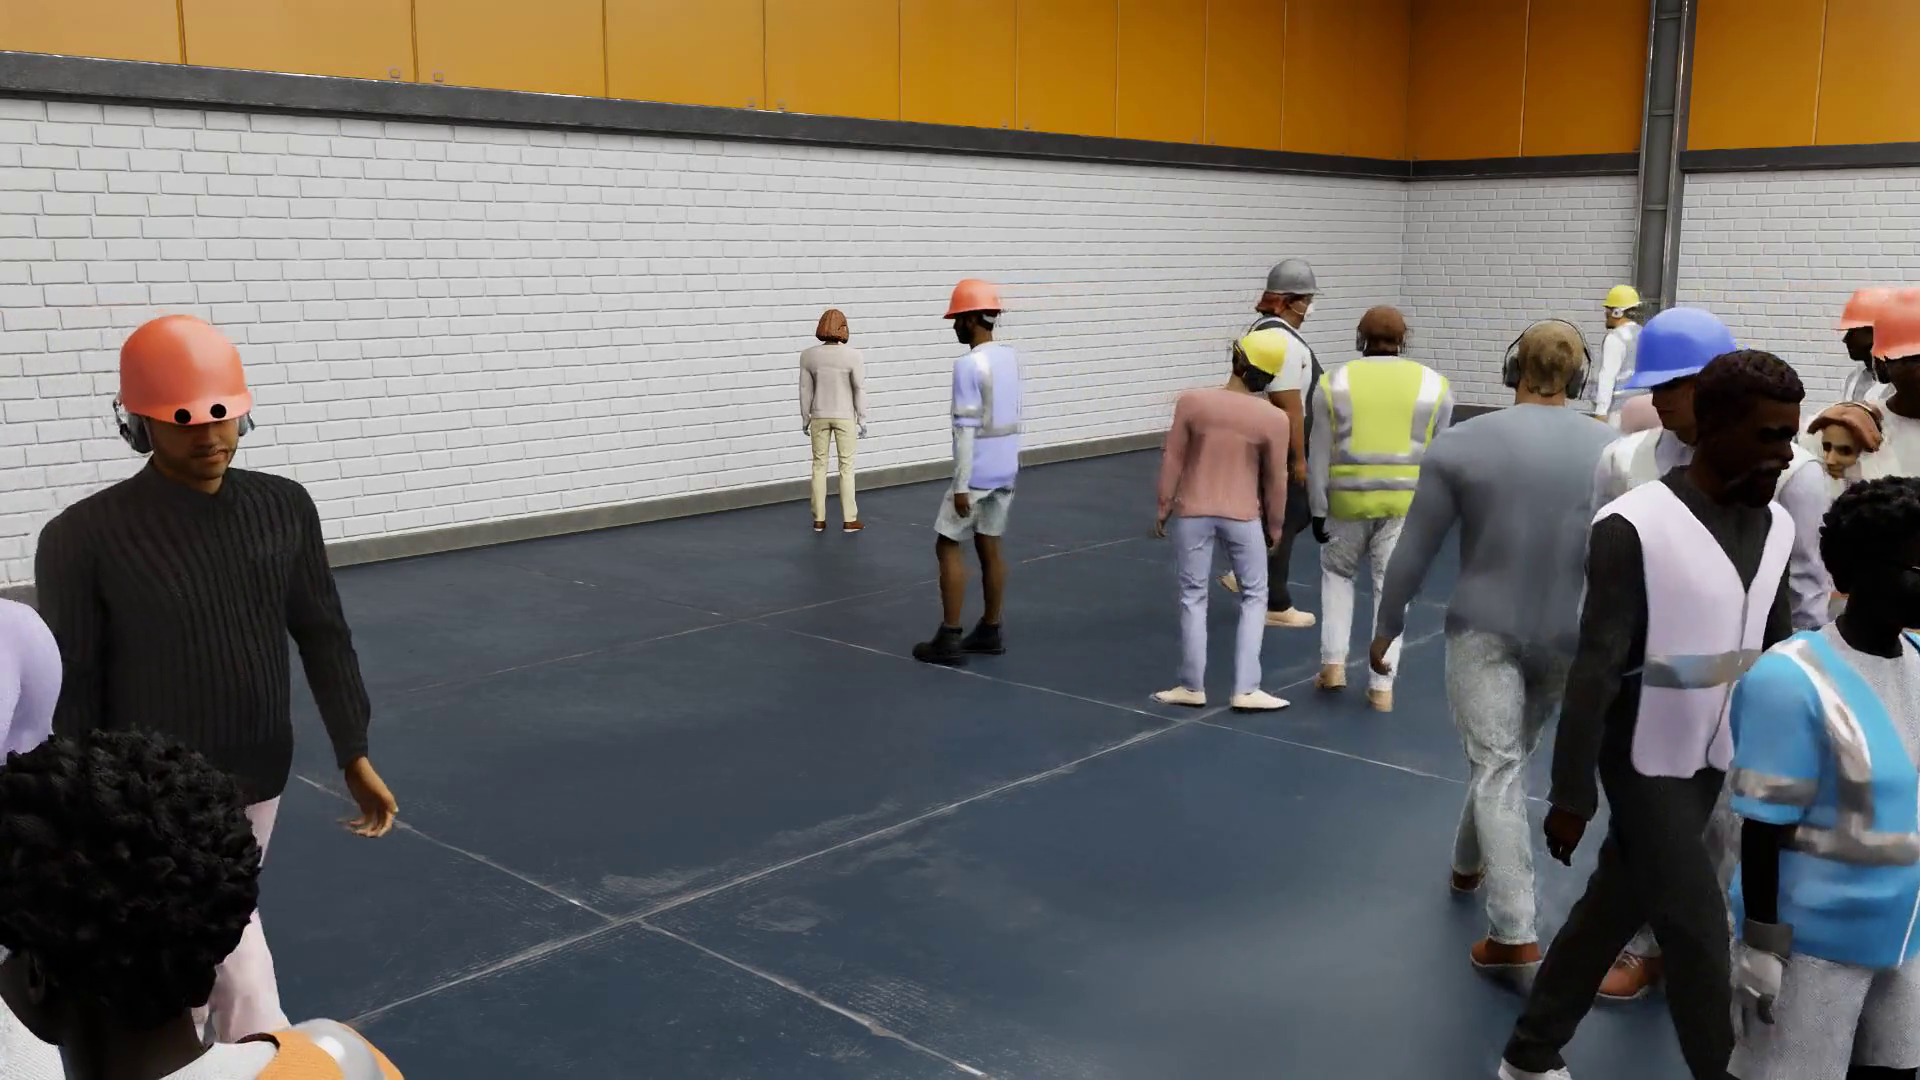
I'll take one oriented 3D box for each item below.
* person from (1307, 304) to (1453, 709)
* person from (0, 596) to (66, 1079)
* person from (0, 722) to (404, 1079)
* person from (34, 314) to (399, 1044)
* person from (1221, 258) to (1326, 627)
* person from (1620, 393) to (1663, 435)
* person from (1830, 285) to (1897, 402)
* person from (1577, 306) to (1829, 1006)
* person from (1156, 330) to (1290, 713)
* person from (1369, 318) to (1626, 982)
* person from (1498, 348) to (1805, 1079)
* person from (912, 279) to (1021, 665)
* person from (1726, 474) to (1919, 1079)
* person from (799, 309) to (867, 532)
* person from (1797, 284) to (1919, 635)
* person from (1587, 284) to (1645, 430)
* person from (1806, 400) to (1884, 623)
[{"bbox_3d":[1.900,-0.155,7.603,0.634,1.823,0.569,2,10,10],"label":"person"},{"bbox_3d":[-1.578,0.734,2.416,1.072,1.860,0.639,9,13,41],"label":"person"},{"bbox_3d":[-0.662,0.991,1.443,0.319,1.690,0.531,3,11,19],"label":"person"},{"bbox_3d":[-1.490,0.512,3.445,1.015,1.929,0.603,5,11,26],"label":"person"},{"bbox_3d":[1.784,-0.525,9.068,0.535,2.000,0.693,1,10,4],"label":"person"},{"bbox_3d":[3.252,-0.114,7.606,0.533,1.743,0.751,5,11,25],"label":"person"},{"bbox_3d":[3.968,-0.139,7.241,0.473,1.917,0.565,1,10,7],"label":"person"},{"bbox_3d":[1.917,0.360,4.374,0.441,1.930,0.643,-9,13,-42],"label":"person"},{"bbox_3d":[1.168,-0.076,7.458,0.619,1.722,0.310,2,10,13],"label":"person"},{"bbox_3d":[1.621,0.292,4.919,0.736,1.876,1.046,1,10,6],"label":"person"},{"bbox_3d":[1.624,0.522,3.629,0.608,1.855,1.032,-7,12,-33],"label":"person"},{"bbox_3d":[0.055,-0.341,8.362,0.467,1.922,0.555,7,12,33],"label":"person"},{"bbox_3d":[1.594,0.697,3.108,0.545,1.683,0.590,-4,11,-22],"label":"person"},{"bbox_3d":[-0.925,-0.871,12.195,0.507,1.632,0.272,2,10,13],"label":"person"},{"bbox_3d":[2.759,0.233,4.942,0.601,1.996,1.085,3,11,19],"label":"person"},{"bbox_3d":[5.093,-1.053,12.759,0.834,1.803,0.599,8,13,39],"label":"person"},{"bbox_3d":[2.573,0.399,4.955,0.512,1.638,0.312,6,12,30],"label":"person"}]
